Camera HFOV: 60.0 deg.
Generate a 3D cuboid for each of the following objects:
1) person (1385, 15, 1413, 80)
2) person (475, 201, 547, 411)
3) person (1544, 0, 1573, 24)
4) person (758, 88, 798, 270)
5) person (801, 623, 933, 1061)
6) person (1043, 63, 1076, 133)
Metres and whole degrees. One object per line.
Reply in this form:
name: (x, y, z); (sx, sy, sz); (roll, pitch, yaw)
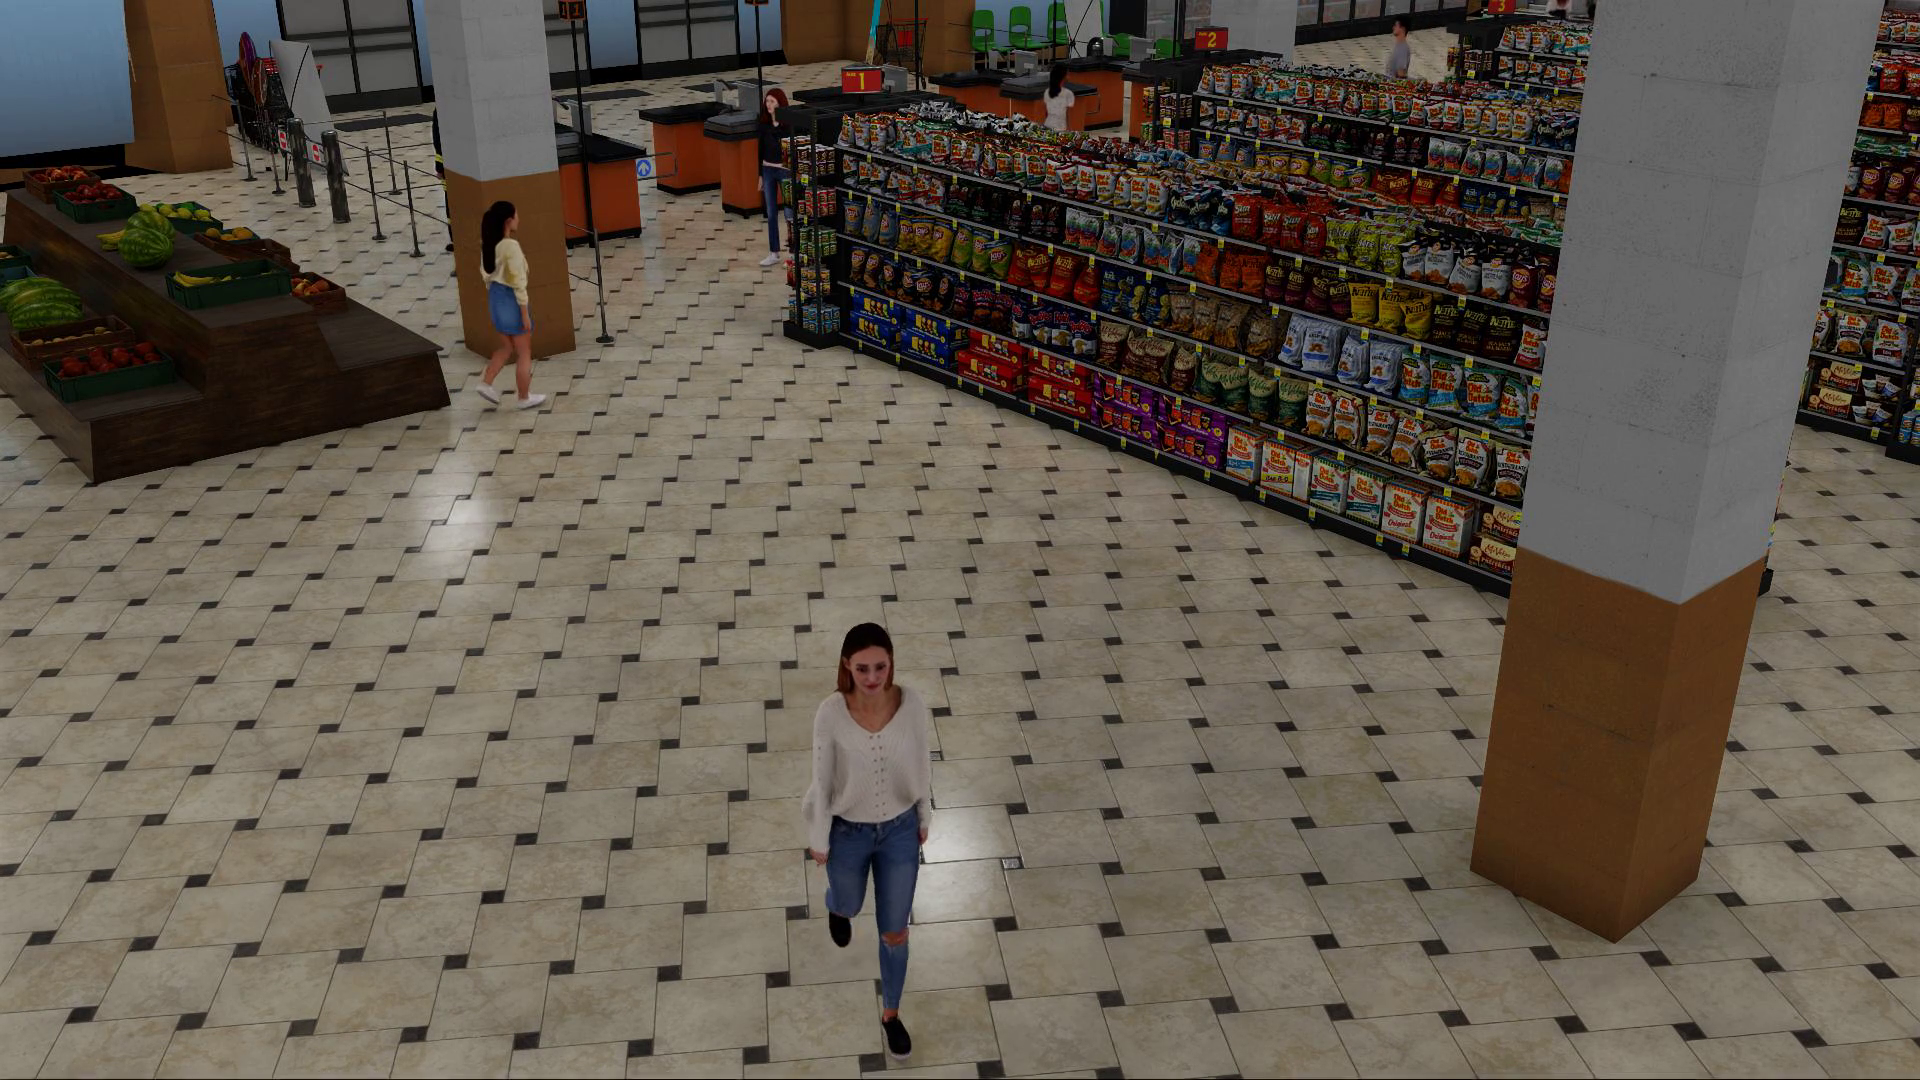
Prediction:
person: (5.807, -5.875, 21.797); (1.315, 1.841, 1.164); (5, 24, 10)
person: (-3.495, -1.744, 12.630); (0.779, 1.622, 0.763); (20, 31, 38)
person: (10.643, -9.161, 29.484); (0.828, 1.699, 1.228); (-11, 26, -23)
person: (-1.821, -3.631, 16.736); (0.588, 1.787, 0.713); (11, 26, 23)
person: (-0.353, 1.050, 6.184); (0.910, 1.670, 1.135); (-7, 24, -15)
person: (1.094, -4.665, 19.334); (1.076, 1.599, 0.879); (14, 27, 29)
